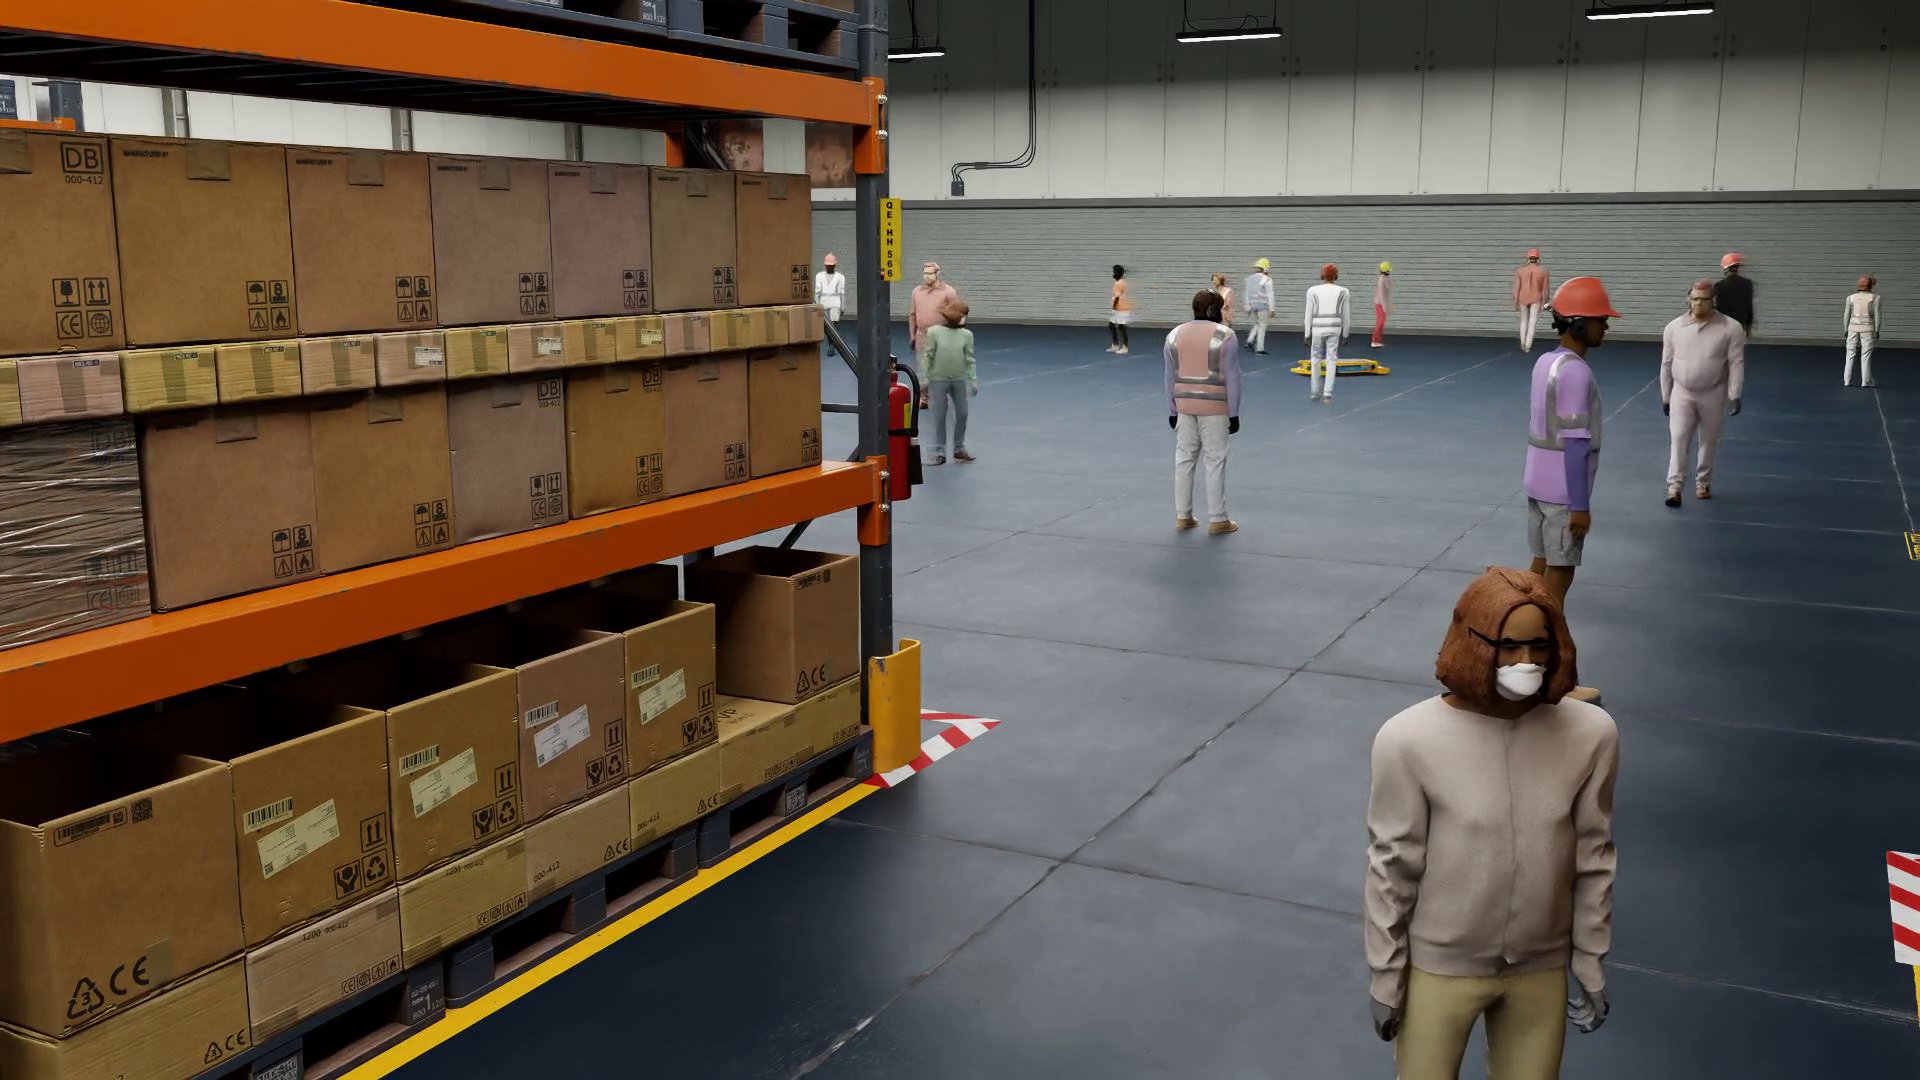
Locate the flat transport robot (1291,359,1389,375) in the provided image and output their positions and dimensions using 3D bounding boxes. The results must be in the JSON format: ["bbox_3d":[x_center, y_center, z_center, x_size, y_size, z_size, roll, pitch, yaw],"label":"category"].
[{"bbox_3d":[6.124,-2.794,26.808,1.431,0.197,0.652,-4,11,-20],"label":"flat transport robot"}]

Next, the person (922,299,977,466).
[{"bbox_3d":[-0.094,-1.539,16.304,0.592,1.618,0.336,-4,11,-19],"label":"person"}]

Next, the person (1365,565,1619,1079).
[{"bbox_3d":[1.032,0.845,3.274,0.494,1.624,0.279,-1,10,-7],"label":"person"}]

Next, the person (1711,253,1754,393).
[{"bbox_3d":[10.827,-3.050,23.526,0.632,1.974,0.658,-3,11,-14],"label":"person"}]

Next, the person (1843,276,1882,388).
[{"bbox_3d":[13.336,-3.072,24.598,0.314,1.637,0.514,-8,13,-39],"label":"person"}]

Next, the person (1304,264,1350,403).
[{"bbox_3d":[4.964,-2.796,22.518,0.601,1.841,0.896,2,11,9],"label":"person"}]

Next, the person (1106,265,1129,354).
[{"bbox_3d":[2.952,-4.352,31.447,0.570,1.677,0.541,1,10,5],"label":"person"}]

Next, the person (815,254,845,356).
[{"bbox_3d":[-2.410,-4.403,31.138,0.541,1.908,0.821,2,11,8],"label":"person"}]

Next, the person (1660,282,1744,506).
[{"bbox_3d":[6.189,-1.222,13.916,0.651,1.858,0.987,5,12,27],"label":"person"}]

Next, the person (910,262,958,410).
[{"bbox_3d":[-0.363,-2.601,21.302,0.651,1.904,0.403,5,11,25],"label":"person"}]

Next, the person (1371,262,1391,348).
[{"bbox_3d":[8.450,-4.687,33.204,0.321,1.718,0.638,4,11,22],"label":"person"}]

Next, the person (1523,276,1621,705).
[{"bbox_3d":[2.926,-0.237,8.027,0.382,2.045,0.605,1,10,4],"label":"person"}]

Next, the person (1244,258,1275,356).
[{"bbox_3d":[5.626,-4.349,31.092,0.420,1.818,0.592,-6,12,-31],"label":"person"}]

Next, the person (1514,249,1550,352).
[{"bbox_3d":[11.090,-4.621,32.158,0.621,1.963,0.843,7,13,34],"label":"person"}]

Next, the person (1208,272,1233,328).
[{"bbox_3d":[4.433,-3.741,28.290,0.515,1.616,0.599,7,12,33],"label":"person"}]

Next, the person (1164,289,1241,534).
[{"bbox_3d":[1.851,-0.970,12.590,0.621,1.840,0.430,8,13,38],"label":"person"}]
